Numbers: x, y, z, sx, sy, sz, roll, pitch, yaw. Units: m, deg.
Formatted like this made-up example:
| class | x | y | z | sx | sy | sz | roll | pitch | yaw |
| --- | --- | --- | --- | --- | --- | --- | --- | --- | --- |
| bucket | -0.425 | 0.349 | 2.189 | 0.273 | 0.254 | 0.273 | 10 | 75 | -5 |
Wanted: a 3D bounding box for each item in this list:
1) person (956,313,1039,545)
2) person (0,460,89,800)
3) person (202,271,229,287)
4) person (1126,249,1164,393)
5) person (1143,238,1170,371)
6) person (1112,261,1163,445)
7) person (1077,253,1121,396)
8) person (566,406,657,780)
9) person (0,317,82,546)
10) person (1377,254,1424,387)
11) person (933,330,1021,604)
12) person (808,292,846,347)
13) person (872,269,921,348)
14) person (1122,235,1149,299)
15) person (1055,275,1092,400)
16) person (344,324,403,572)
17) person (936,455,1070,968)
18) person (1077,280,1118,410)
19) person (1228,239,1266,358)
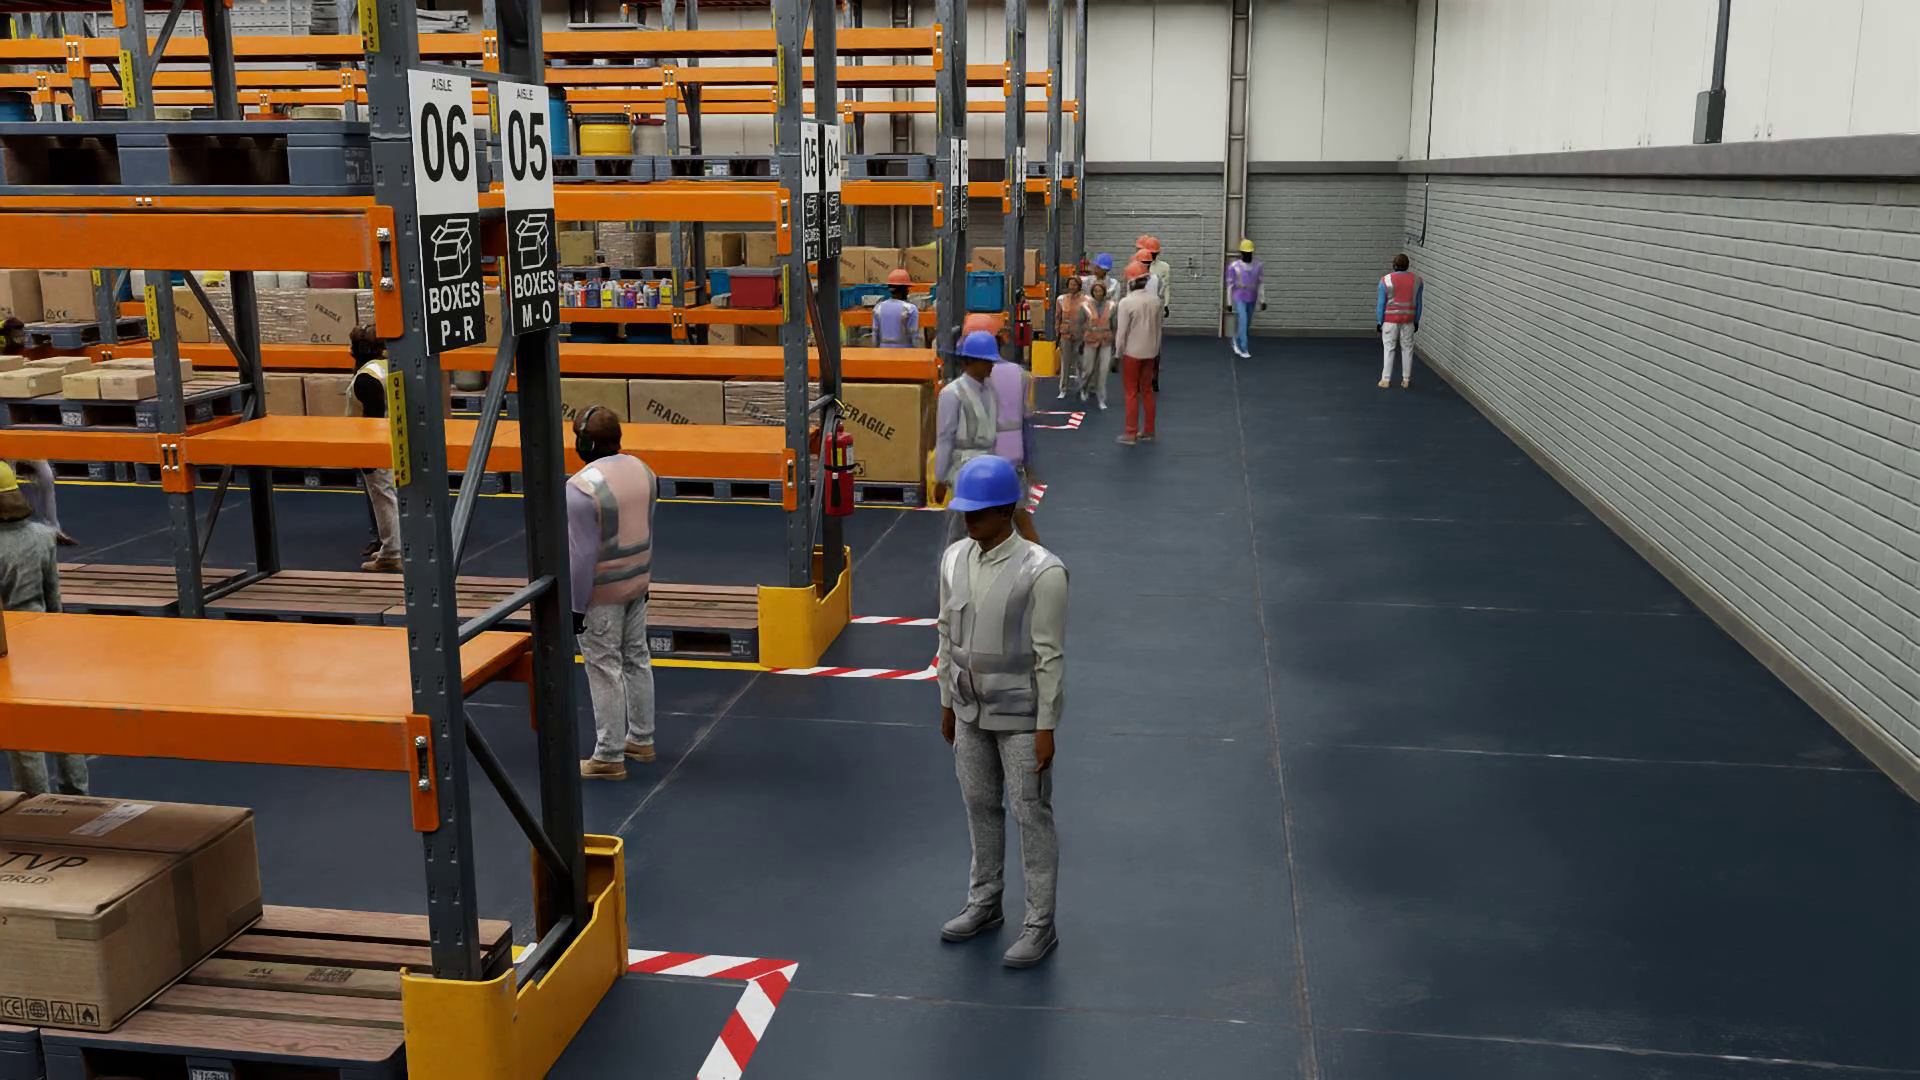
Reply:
| class | x | y | z | sx | sy | sz | roll | pitch | yaw |
| --- | --- | --- | --- | --- | --- | --- | --- | --- | --- |
| person | 0.241 | -0.546 | 11.418 | 0.701 | 1.995 | 0.712 | 11 | 17 | 41 |
| person | -4.145 | 0.498 | 7.307 | 0.318 | 1.740 | 0.488 | 3 | 13 | 14 |
| person | -8.943 | -2.386 | 20.111 | 0.590 | 1.836 | 0.404 | 7 | 14 | 30 |
| person | 2.478 | -2.953 | 22.470 | 0.547 | 1.929 | 0.384 | -4 | 13 | -17 |
| person | 2.831 | -3.511 | 24.847 | 0.608 | 1.987 | 0.388 | -1 | 13 | -3 |
| person | 1.943 | -2.040 | 18.190 | 0.612 | 1.995 | 0.380 | -9 | 16 | -36 |
| person | 1.807 | -2.829 | 21.977 | 0.613 | 1.897 | 0.611 | 0 | 12 | 1 |
| person | -1.739 | 0.256 | 8.169 | 0.429 | 1.841 | 0.634 | 5 | 14 | 23 |
| person | -7.520 | -0.841 | 13.154 | 0.889 | 1.840 | 0.526 | 2 | 13 | 9 |
| person | 6.053 | -3.024 | 22.978 | 0.627 | 1.844 | 0.429 | -1 | 13 | -3 |
| person | 0.181 | -0.435 | 11.121 | 0.901 | 1.907 | 0.614 | 8 | 15 | 31 |
| person | -1.538 | -1.901 | 18.293 | 0.754 | 1.667 | 0.538 | -8 | 15 | -33 |
| person | -0.659 | -1.910 | 17.738 | 0.550 | 1.933 | 0.371 | 6 | 14 | 25 |
| person | 2.858 | -3.932 | 26.797 | 0.478 | 1.969 | 0.673 | -9 | 15 | -35 |
| person | 1.493 | -2.650 | 21.779 | 0.513 | 1.630 | 0.318 | 4 | 13 | 17 |
| person | -4.358 | -0.687 | 12.425 | 0.428 | 1.842 | 0.631 | -1 | 13 | -4 |
| person | 0.139 | 0.634 | 6.253 | 0.607 | 1.940 | 0.416 | 11 | 17 | 41 |
| person | 1.728 | -2.464 | 20.945 | 0.519 | 1.624 | 0.456 | -2 | 13 | -8 |
| person | 4.581 | -3.909 | 26.869 | 0.591 | 1.897 | 0.868 | -4 | 13 | -17 |
